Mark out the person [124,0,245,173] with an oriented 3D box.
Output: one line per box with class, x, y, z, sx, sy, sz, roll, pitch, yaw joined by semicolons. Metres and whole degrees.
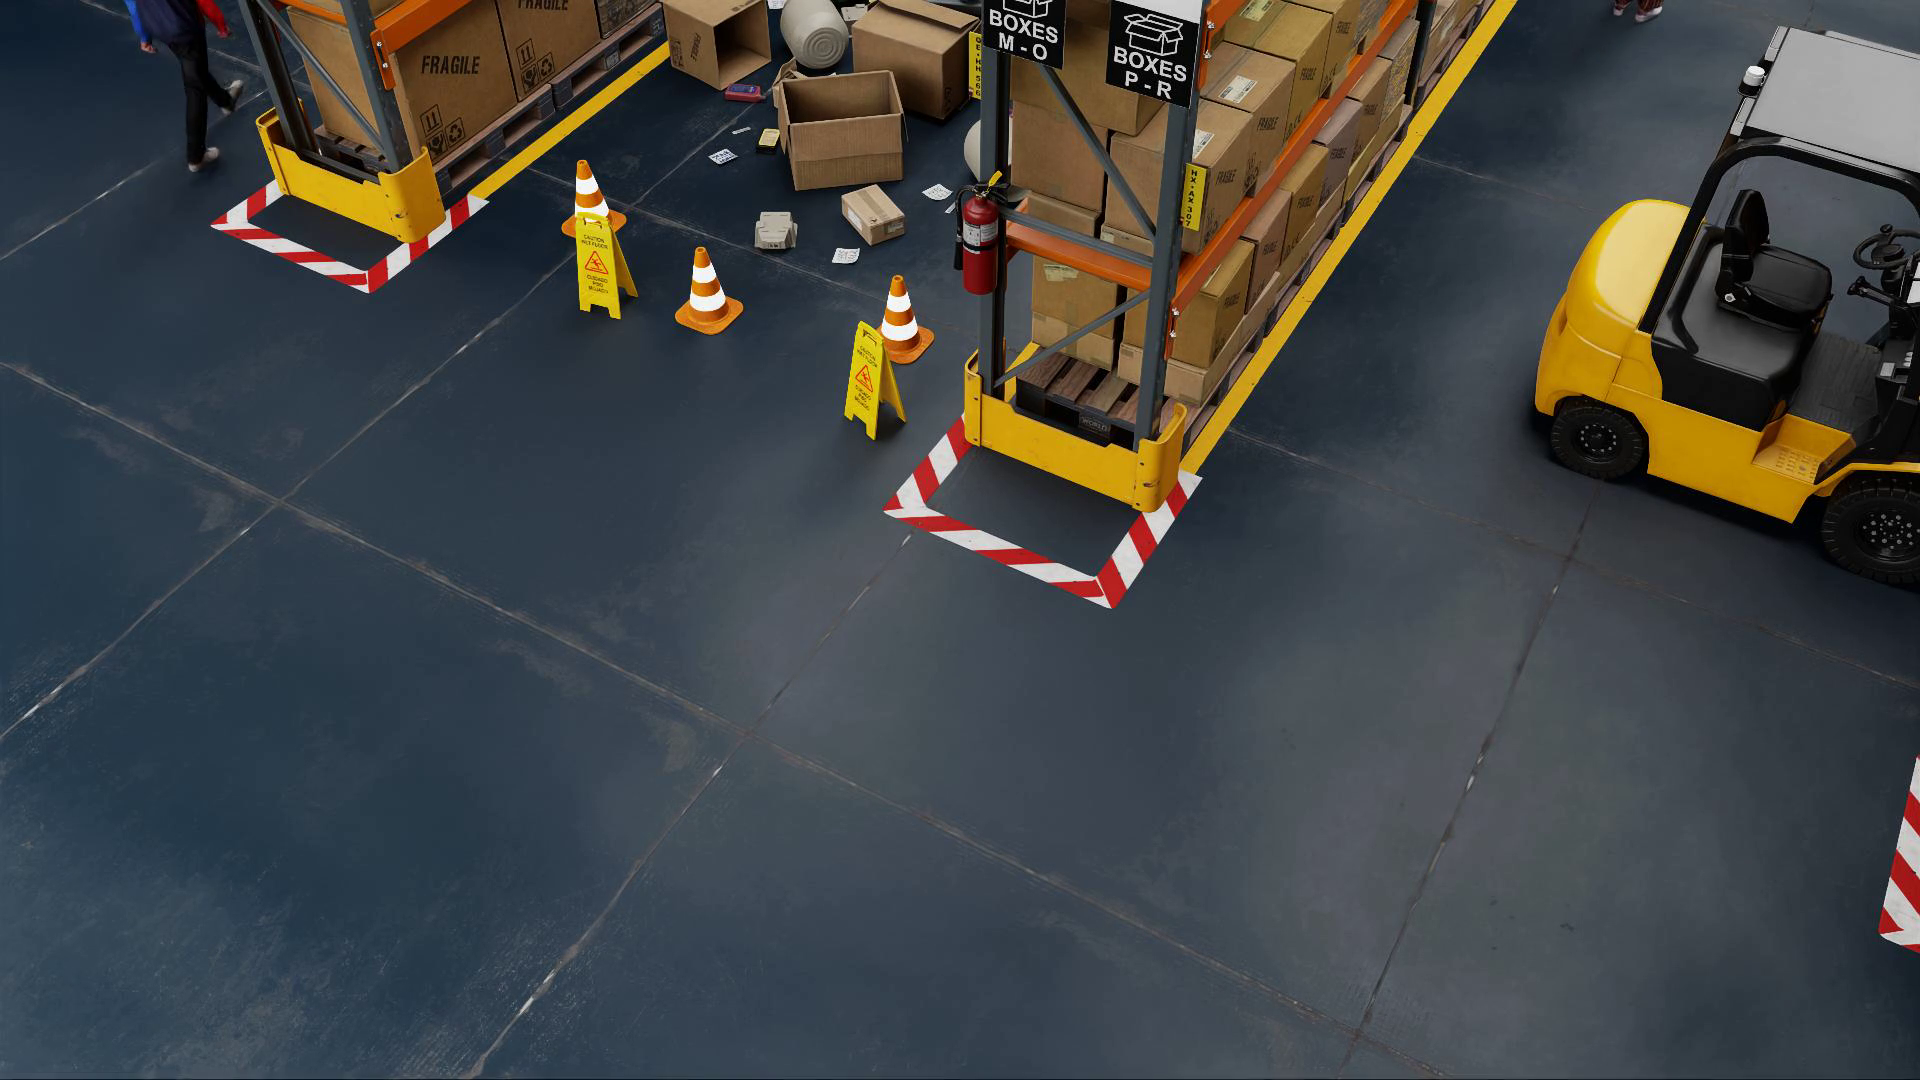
person;-4.872;-3.107;10.279;0.924;1.710;1.246;7;48;7
